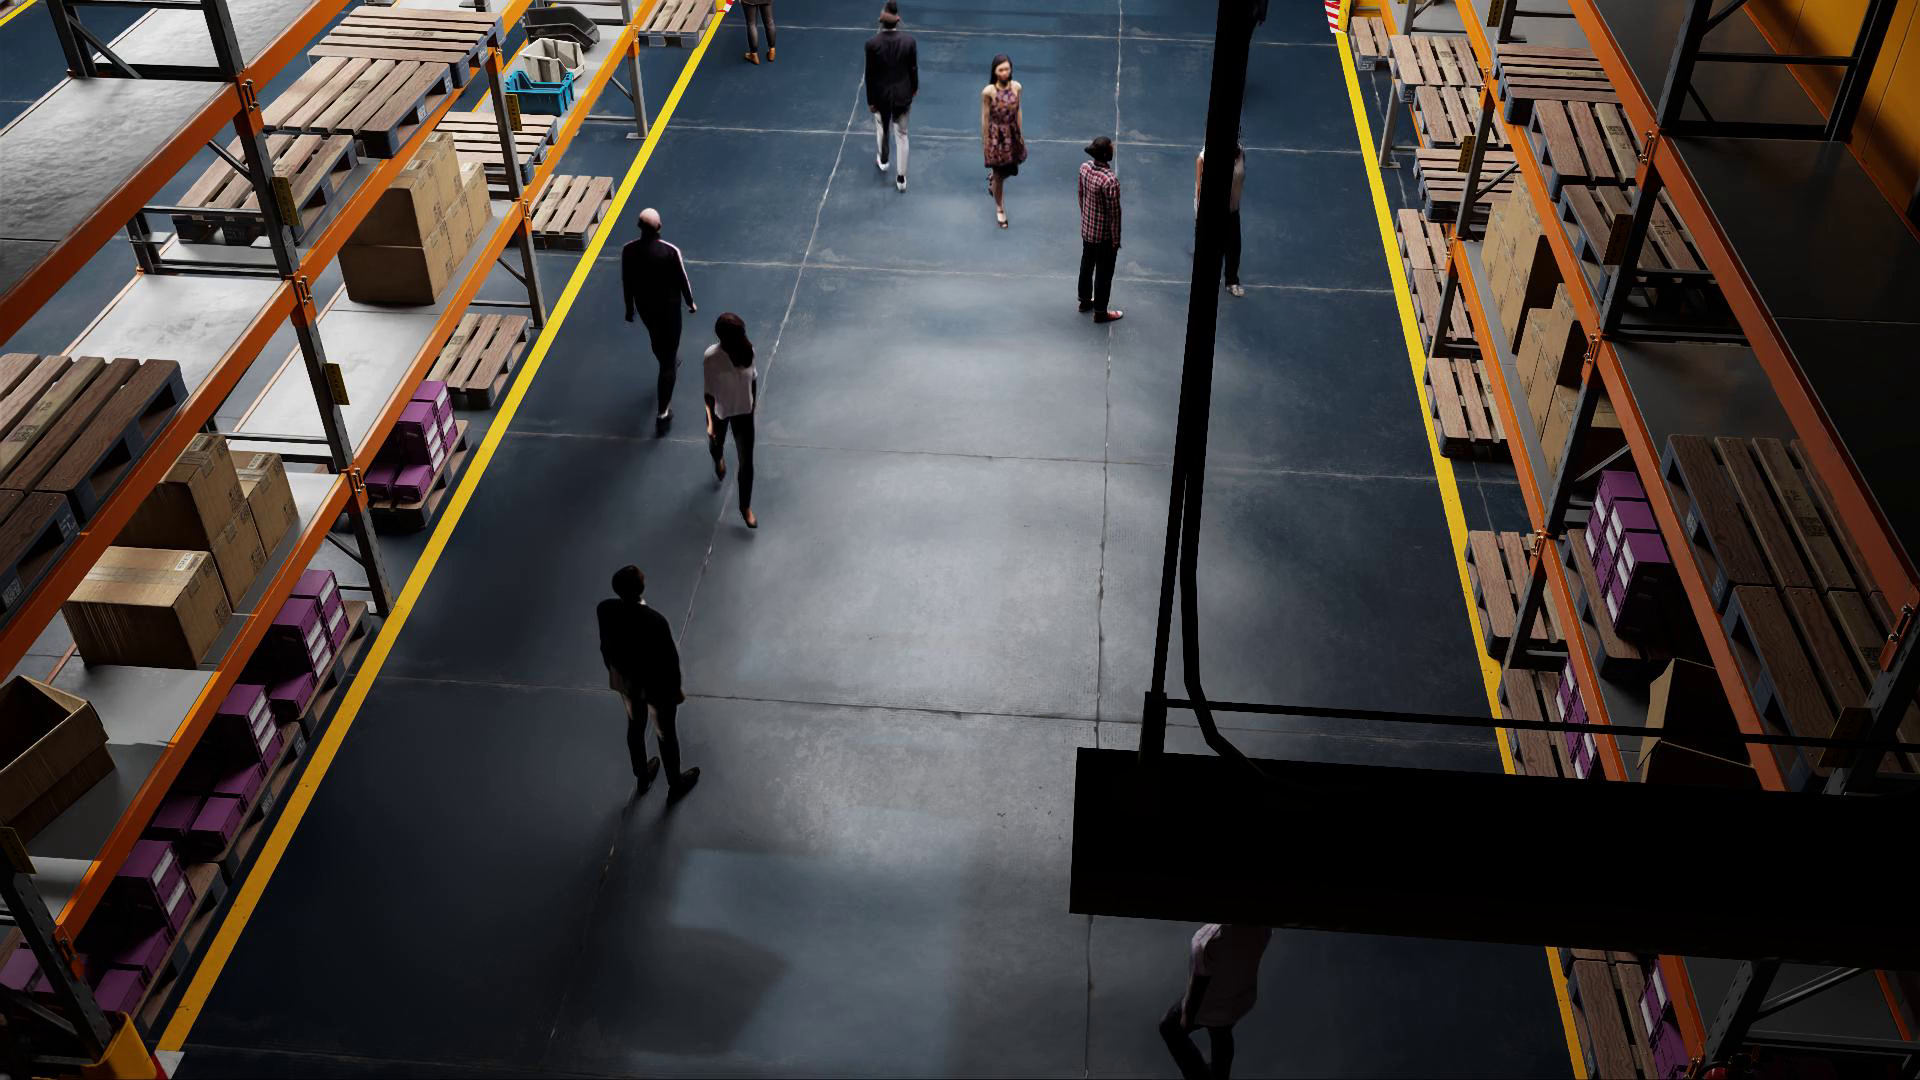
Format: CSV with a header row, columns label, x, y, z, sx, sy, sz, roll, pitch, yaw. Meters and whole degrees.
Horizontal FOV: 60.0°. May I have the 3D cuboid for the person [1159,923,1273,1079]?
label,x,y,z,sx,sy,sz,roll,pitch,yaw
person,1.356,2.366,8.405,0.839,1.819,0.893,-24,44,-27

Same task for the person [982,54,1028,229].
label,x,y,z,sx,sy,sz,roll,pitch,yaw
person,0.385,-3.948,16.356,0.837,1.762,0.945,-14,41,-17

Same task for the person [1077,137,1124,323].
label,x,y,z,sx,sy,sz,roll,pitch,yaw
person,1.256,-2.799,14.920,0.850,1.761,0.772,-24,44,-27

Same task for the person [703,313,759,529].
label,x,y,z,sx,sy,sz,roll,pitch,yaw
person,-1.785,-0.988,12.659,1.010,1.750,1.199,-17,42,-20

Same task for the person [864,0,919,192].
label,x,y,z,sx,sy,sz,roll,pitch,yaw
person,-0.667,-4.483,16.901,0.864,1.920,1.071,-4,39,-5

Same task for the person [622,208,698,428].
label,x,y,z,sx,sy,sz,roll,pitch,yaw
person,-2.484,-1.787,13.638,0.775,1.778,1.266,6,39,8

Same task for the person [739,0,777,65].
label,x,y,z,sx,sy,sz,roll,pitch,yaw
person,-2.385,-6.469,19.549,0.705,1.717,0.709,-15,41,-18

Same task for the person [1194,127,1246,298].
label,x,y,z,sx,sy,sz,roll,pitch,yaw
person,2.378,-3.122,15.399,0.871,1.668,0.971,-14,41,-17

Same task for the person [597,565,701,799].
label,x,y,z,sx,sy,sz,roll,pitch,yaw
person,-1.949,0.881,10.280,0.721,1.799,0.677,14,41,17
